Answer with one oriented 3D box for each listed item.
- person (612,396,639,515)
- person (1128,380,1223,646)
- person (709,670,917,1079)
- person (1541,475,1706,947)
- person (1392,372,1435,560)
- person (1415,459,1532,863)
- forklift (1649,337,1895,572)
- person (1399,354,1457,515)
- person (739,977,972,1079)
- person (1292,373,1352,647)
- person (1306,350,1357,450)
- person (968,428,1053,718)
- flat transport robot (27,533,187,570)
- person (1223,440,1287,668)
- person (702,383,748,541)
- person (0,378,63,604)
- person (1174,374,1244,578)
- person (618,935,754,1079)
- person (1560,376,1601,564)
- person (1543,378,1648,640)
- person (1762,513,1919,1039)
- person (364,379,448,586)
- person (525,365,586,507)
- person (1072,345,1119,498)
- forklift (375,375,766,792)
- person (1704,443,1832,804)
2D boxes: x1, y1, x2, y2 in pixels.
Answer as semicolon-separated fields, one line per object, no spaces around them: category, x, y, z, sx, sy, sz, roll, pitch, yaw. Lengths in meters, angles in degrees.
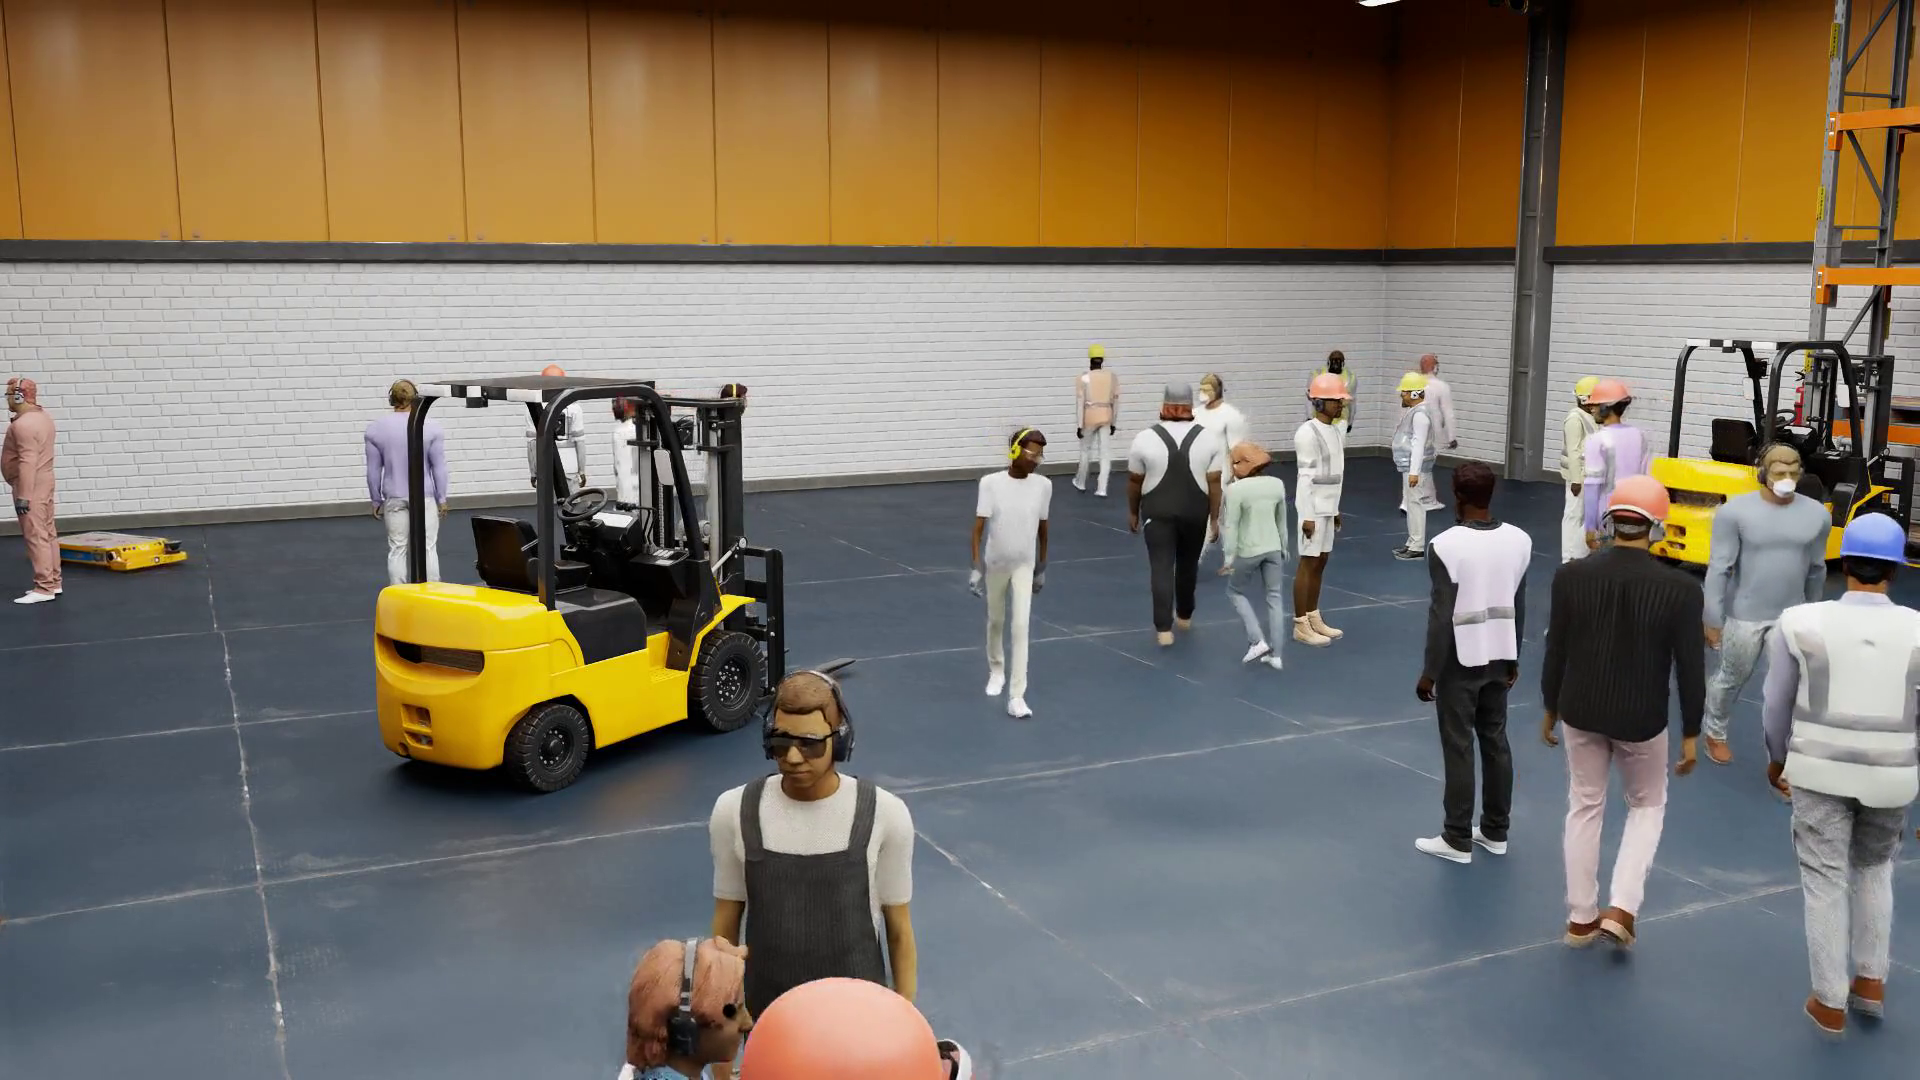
person;-2.816;-0.360;13.936;0.949;1.839;0.574;4;10;22
person;1.625;-0.253;12.654;0.696;2.000;1.012;1;9;4
person;-0.359;1.219;4.133;0.546;1.841;0.376;0;9;1
person;2.721;0.716;6.850;0.661;1.971;0.471;6;11;34
person;4.409;-0.717;16.210;0.403;1.826;0.591;2;9;10
person;2.442;0.576;7.896;0.594;1.915;0.373;-5;10;-27
forklift;7.551;-0.789;15.507;2.313;2.155;1.214;-4;10;-25
person;5.345;-1.204;19.127;0.995;1.869;0.631;-6;11;-34
person;-0.081;1.490;2.199;1.073;1.925;0.624;-2;9;-10
person;2.727;-0.232;12.514;0.381;2.045;0.605;6;11;32
person;4.830;-1.570;21.628;0.618;1.798;0.981;3;10;16
person;0.321;0.182;10.698;0.553;1.813;0.960;0;9;-2
flat transport robot;-8.204;0.094;15.976;1.431;0.197;0.652;5;10;26
person;2.099;0.105;11.734;0.583;1.612;0.386;-4;10;-22
person;-2.183;-0.460;14.610;0.652;1.835;0.542;-5;10;-28
person;-7.888;-0.420;14.102;0.408;1.906;0.654;-2;9;-14
person;2.243;-0.560;15.046;1.012;1.884;0.651;-6;11;-34
person;-0.547;1.508;3.111;0.819;1.581;0.519;0;9;-2
person;5.796;-0.601;15.454;0.403;1.834;0.589;6;11;32
person;4.707;-0.179;12.256;0.637;2.010;0.826;-4;10;-25
person;3.287;0.855;6.160;0.604;1.917;0.598;3;10;17
person;-4.450;-0.327;13.427;0.628;1.940;0.378;-1;9;-6
person;-3.773;-0.671;15.584;0.543;1.933;0.363;-1;9;-6
person;1.685;-1.503;20.885;0.608;1.875;0.965;-2;9;-15
forklift;-2.268;0.149;9.685;1.214;2.155;2.313;6;11;32
person;4.379;0.398;9.096;0.650;1.896;1.024;1;9;5
